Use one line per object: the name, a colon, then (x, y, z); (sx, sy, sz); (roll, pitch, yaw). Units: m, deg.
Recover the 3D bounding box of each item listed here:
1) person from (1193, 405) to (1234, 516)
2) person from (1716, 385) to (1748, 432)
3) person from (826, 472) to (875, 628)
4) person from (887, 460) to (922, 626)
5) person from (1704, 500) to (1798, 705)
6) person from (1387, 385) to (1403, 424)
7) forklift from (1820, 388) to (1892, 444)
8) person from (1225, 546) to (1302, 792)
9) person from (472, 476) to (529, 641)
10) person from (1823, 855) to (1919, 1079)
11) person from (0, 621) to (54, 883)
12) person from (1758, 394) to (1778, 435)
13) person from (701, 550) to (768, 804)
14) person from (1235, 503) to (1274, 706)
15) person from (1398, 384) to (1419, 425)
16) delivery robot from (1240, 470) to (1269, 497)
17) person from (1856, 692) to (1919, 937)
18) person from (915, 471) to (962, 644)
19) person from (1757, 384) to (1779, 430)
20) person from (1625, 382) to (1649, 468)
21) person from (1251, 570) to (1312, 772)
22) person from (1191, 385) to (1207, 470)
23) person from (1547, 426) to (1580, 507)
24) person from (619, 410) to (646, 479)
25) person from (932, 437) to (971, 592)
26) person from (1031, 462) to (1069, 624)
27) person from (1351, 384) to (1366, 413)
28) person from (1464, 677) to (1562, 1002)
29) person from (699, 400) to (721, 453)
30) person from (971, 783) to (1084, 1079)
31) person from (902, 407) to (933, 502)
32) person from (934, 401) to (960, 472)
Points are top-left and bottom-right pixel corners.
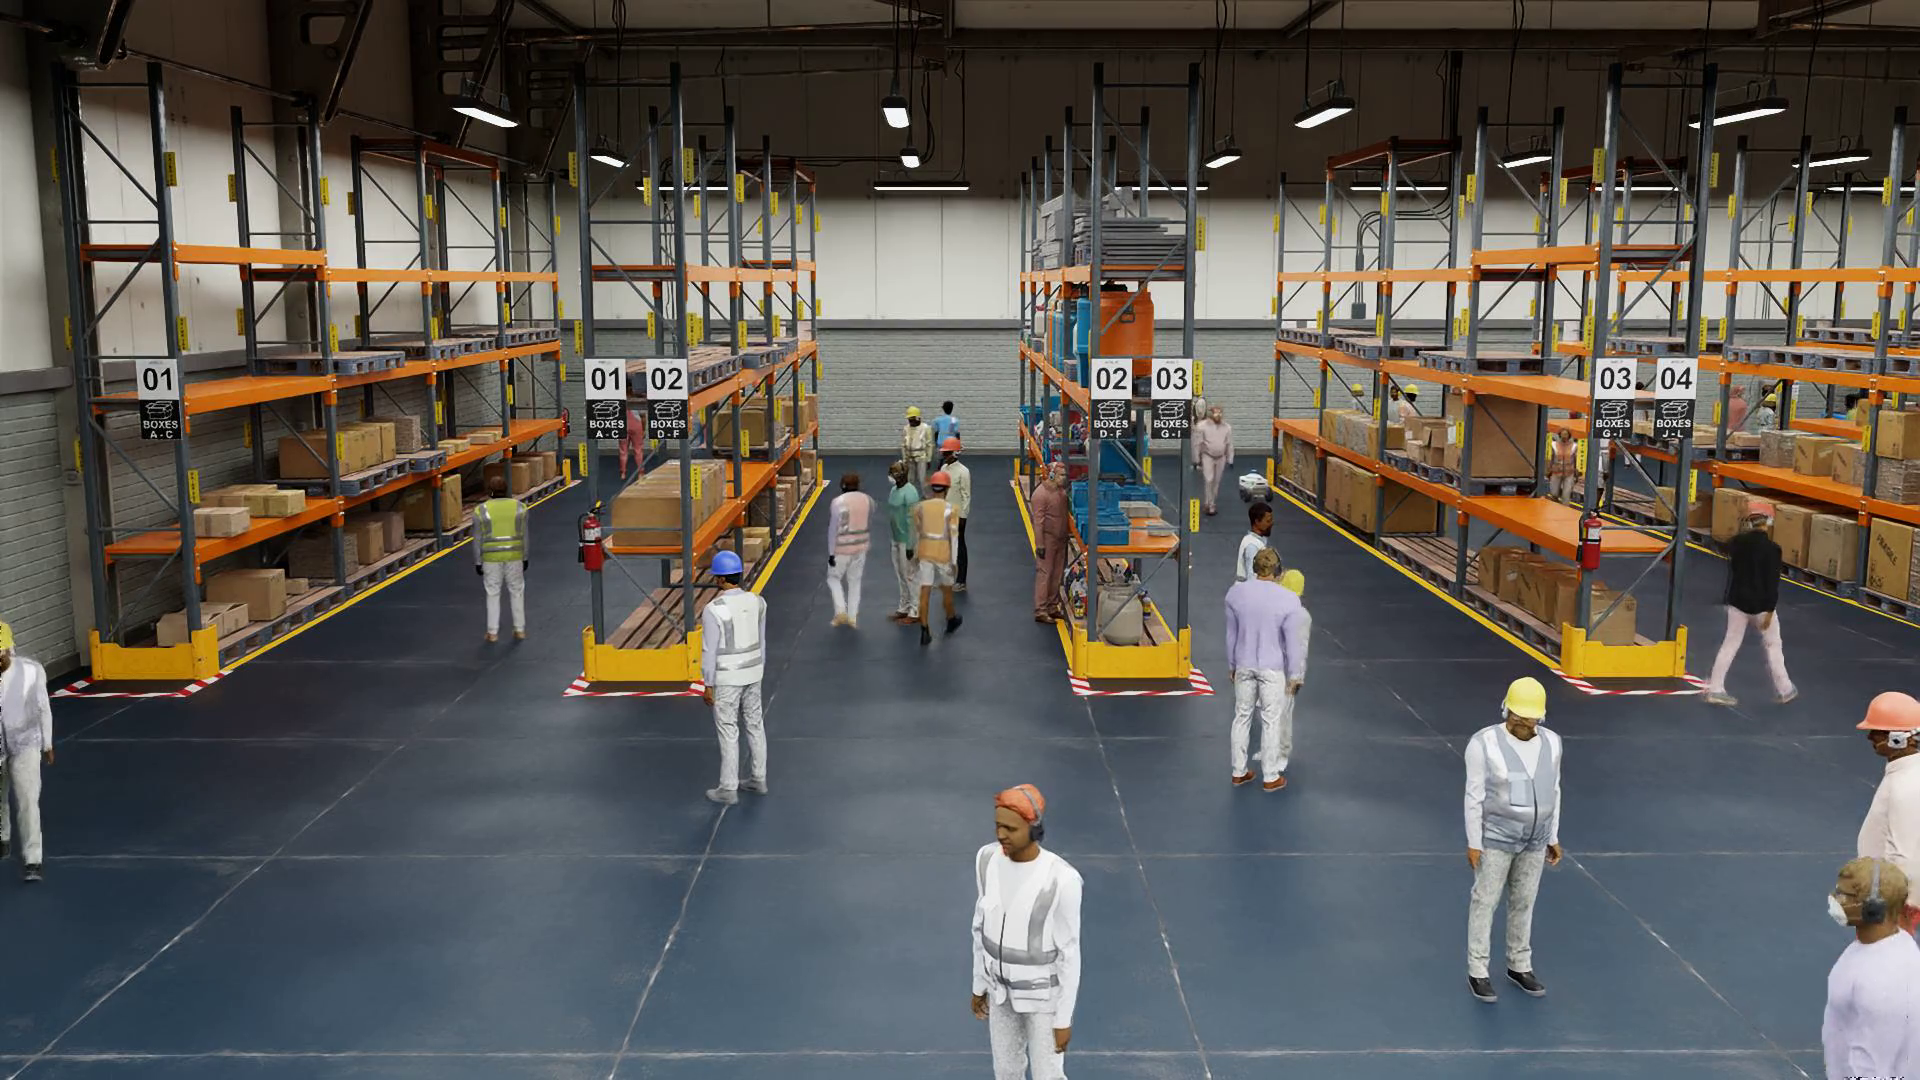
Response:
person: (4.376, -1.352, 28.326); (0.683, 1.880, 0.768); (-2, 9, -15)
person: (15.851, -2.260, 34.232); (0.655, 1.869, 0.661); (-7, 11, -37)
person: (-1.270, 0.123, 19.125); (0.650, 1.811, 0.435); (-7, 11, -37)
person: (-0.653, 0.029, 19.333); (0.379, 1.931, 0.625); (-4, 10, -23)
person: (7.469, 0.598, 15.670); (0.993, 1.940, 0.611); (-5, 10, -27)
person: (8.983, -2.268, 34.351); (0.330, 1.855, 0.506); (-7, 11, -40)
forklift: (20.072, -3.110, 36.462); (1.873, 2.768, 1.129); (0, 9, 0)
person: (2.365, 1.009, 13.034); (0.623, 1.932, 0.370); (5, 10, 30)
person: (-5.099, 0.209, 18.488); (0.619, 1.835, 0.431); (-4, 10, -25)
person: (3.385, 2.093, 6.056); (0.722, 1.923, 0.629); (4, 10, 27)
person: (-6.455, 1.380, 11.211); (0.605, 1.763, 1.006); (-5, 10, -28)
person: (16.296, -2.088, 33.574); (0.325, 1.731, 0.490); (0, 9, -1)
person: (-1.742, 1.043, 12.782); (0.425, 1.938, 0.603); (7, 11, 39)
person: (2.758, 0.594, 15.723); (0.372, 1.915, 0.597); (2, 9, 11)
person: (9.075, -2.192, 33.656); (0.402, 1.917, 0.590); (7, 11, 39)
delivery robot: (5.342, -1.026, 30.205); (0.477, 0.478, 0.707); (-2, 9, -10)
person: (4.603, 1.728, 8.232); (0.407, 1.981, 0.626); (5, 10, 30)
person: (-0.252, 0.174, 18.545); (0.577, 1.868, 1.003); (3, 9, 18)
person: (16.976, -2.356, 34.975); (0.429, 1.835, 0.625); (4, 10, 26)
person: (14.421, -2.442, 35.462); (0.520, 1.857, 0.343); (6, 11, 36)
person: (2.617, 1.047, 13.508); (0.406, 1.693, 0.582); (-6, 11, -34)
person: (5.060, -2.400, 35.251); (0.347, 1.838, 0.506); (1, 9, 9)
person: (9.916, -1.065, 27.334); (0.519, 1.629, 0.386); (3, 9, 21)
person: (-6.657, -2.244, 33.582); (0.684, 2.000, 0.538); (0, 9, -1)
person: (-0.103, -0.333, 21.430); (0.379, 1.996, 0.610); (-6, 11, -35)
person: (1.092, 0.026, 19.466); (0.401, 1.893, 0.652); (6, 11, 34)
person: (8.763, -2.581, 36.738); (0.485, 1.735, 0.334); (-8, 12, -42)
person: (3.080, 1.648, 9.239); (0.586, 1.825, 0.404); (-2, 9, -13)
person: (-4.553, -1.747, 31.190); (0.636, 1.784, 0.980); (0, 9, 1)
person: (0.275, 1.950, 7.123); (0.575, 1.880, 0.354); (8, 12, 43)
person: (-0.756, -1.418, 29.003); (0.604, 1.822, 0.403); (6, 10, 32)
person: (-0.237, -1.862, 32.258); (0.547, 1.679, 0.360); (4, 10, 27)
